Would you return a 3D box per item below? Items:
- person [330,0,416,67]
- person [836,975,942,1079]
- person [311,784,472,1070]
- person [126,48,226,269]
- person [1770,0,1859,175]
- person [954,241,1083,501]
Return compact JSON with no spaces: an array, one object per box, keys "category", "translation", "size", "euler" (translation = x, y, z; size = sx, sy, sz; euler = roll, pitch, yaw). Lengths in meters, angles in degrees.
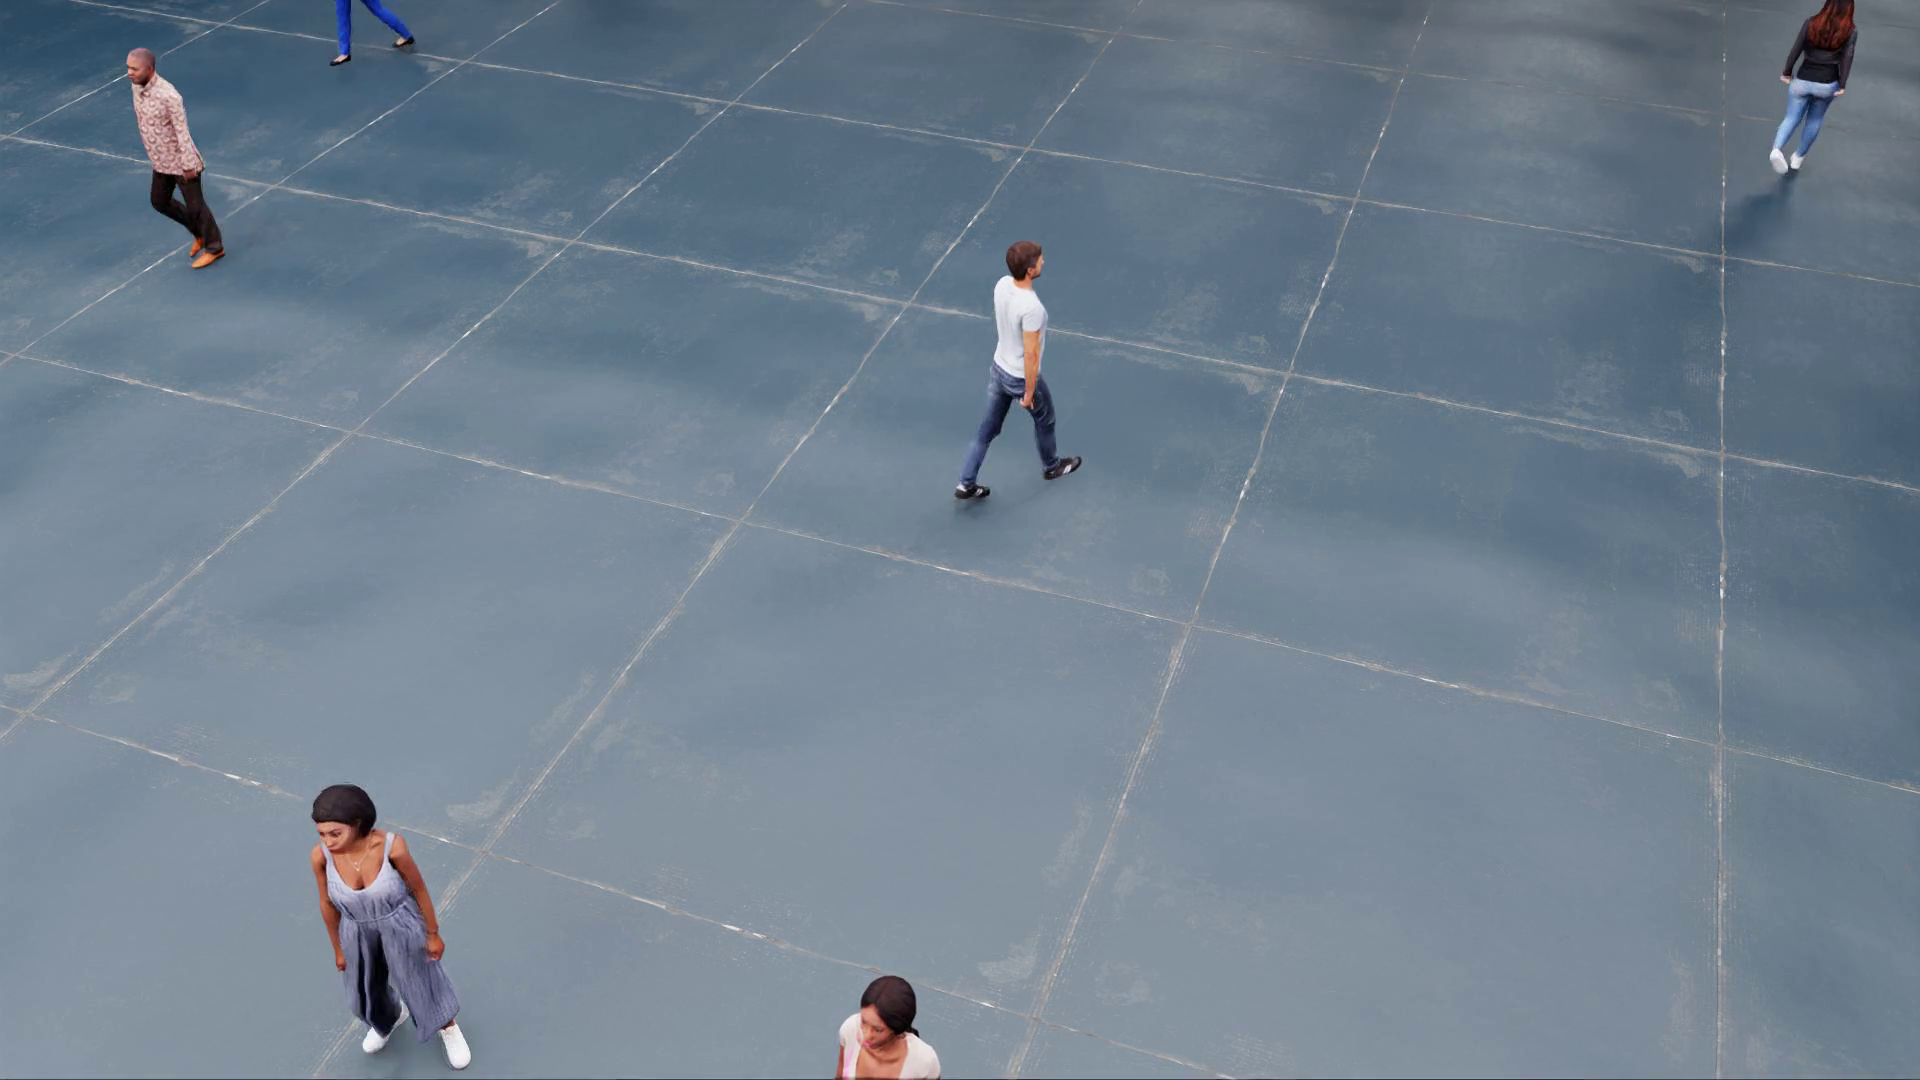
[{"category":"person","translation":[-5.912,-5.549,16.418],"size":[1.216,1.643,1.012],"euler":[-21,43,-25]},{"category":"person","translation":[-0.268,2.253,6.366],"size":[0.602,1.740,0.546],"euler":[18,41,21]},{"category":"person","translation":[-2.477,1.665,7.159],"size":[0.762,1.691,0.766],"euler":[-8,39,-10]},{"category":"person","translation":[-6.114,-3.037,13.084],"size":[0.773,1.795,0.736],"euler":[22,43,25]},{"category":"person","translation":[7.350,-3.899,14.342],"size":[0.792,1.603,1.009],"euler":[24,44,27]},{"category":"person","translation":[0.278,-1.015,10.471],"size":[1.268,1.829,1.075],"euler":[-24,44,-27]}]
